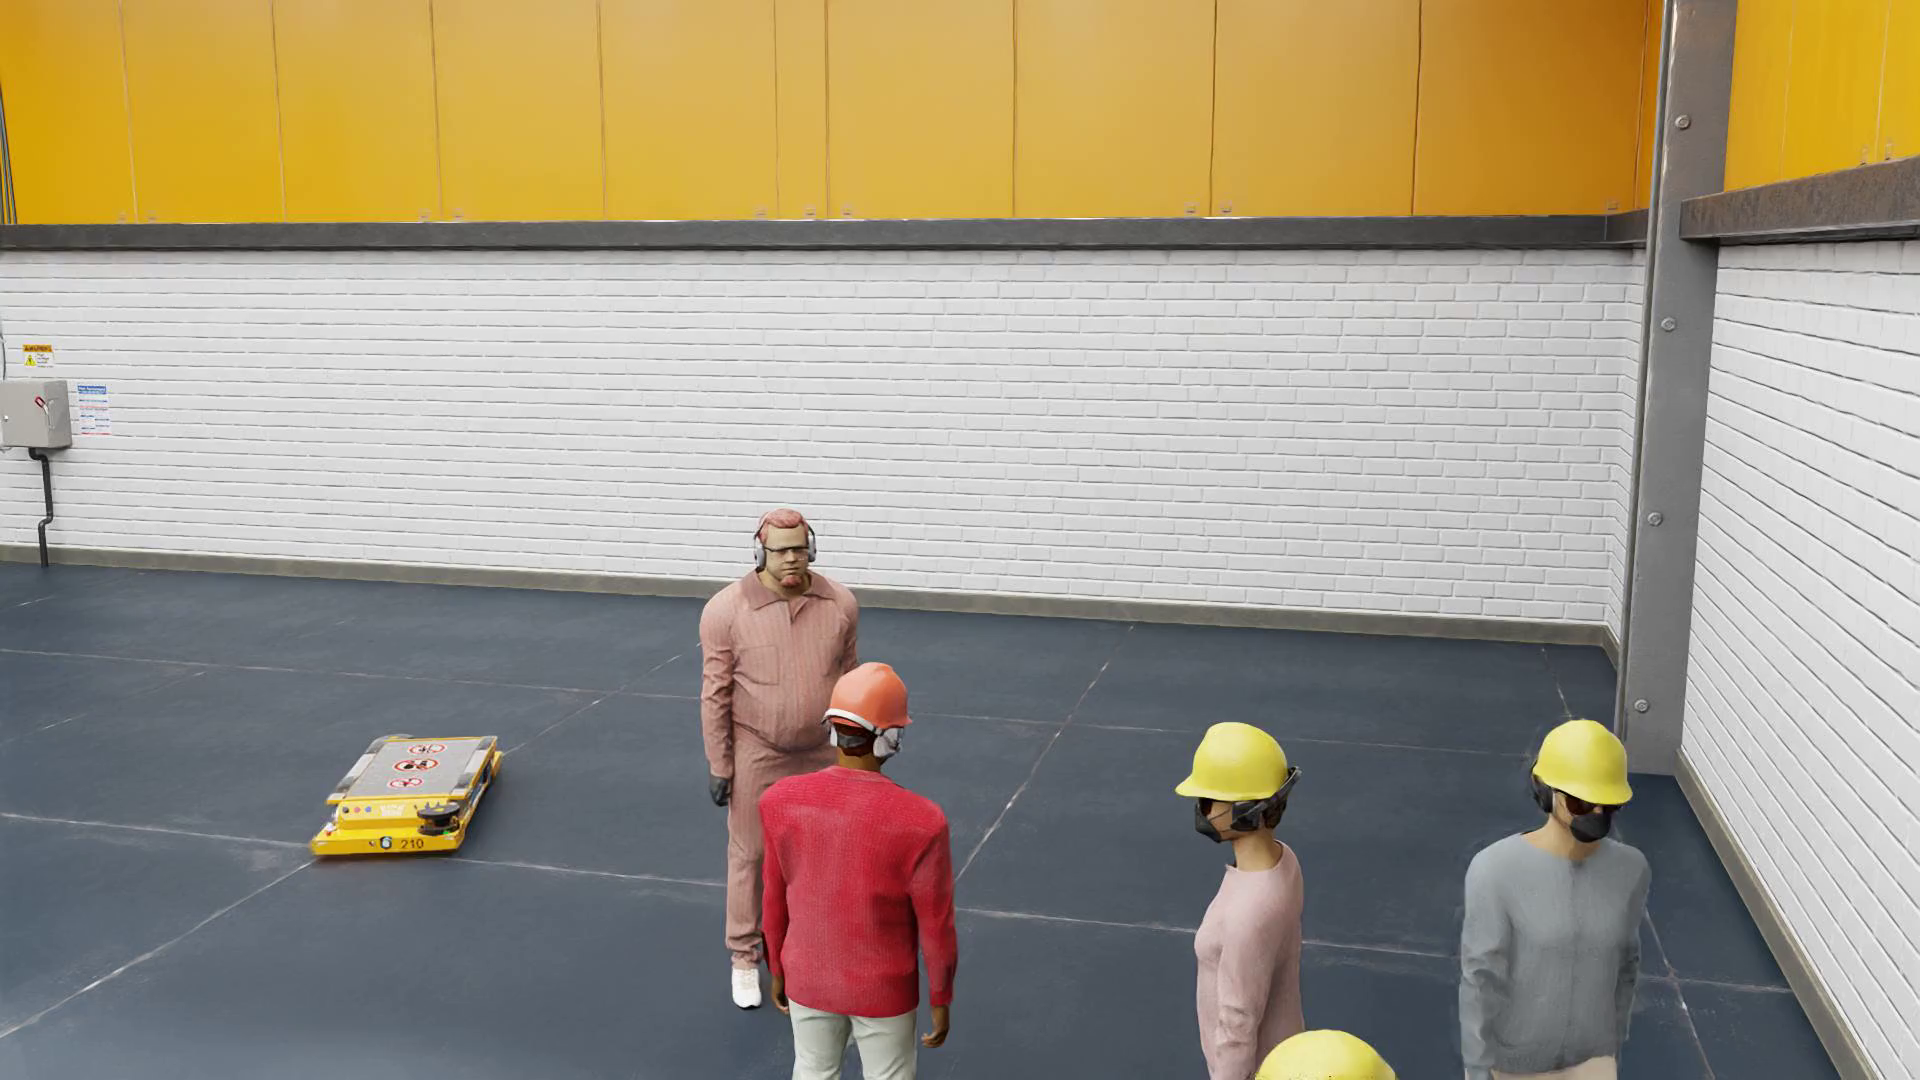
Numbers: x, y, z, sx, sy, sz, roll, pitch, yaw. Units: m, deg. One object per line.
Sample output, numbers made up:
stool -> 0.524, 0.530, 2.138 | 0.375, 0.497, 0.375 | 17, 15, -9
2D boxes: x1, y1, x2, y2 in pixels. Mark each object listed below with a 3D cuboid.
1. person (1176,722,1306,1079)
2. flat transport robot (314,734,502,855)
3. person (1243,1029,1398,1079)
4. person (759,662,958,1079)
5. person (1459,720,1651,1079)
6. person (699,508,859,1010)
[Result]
person -> 0.669, 1.295, 3.976 | 0.339, 1.761, 0.526 | 3, 10, 17
flat transport robot -> -2.788, 1.267, 8.516 | 0.652, 0.197, 1.431 | -1, 10, -7
person -> 0.488, 1.553, 2.455 | 0.546, 1.763, 0.323 | -3, 10, -19
person -> -0.273, 1.196, 4.619 | 0.576, 1.738, 0.354 | 3, 10, 19
person -> 1.453, 1.264, 4.229 | 0.533, 1.735, 0.828 | -2, 10, -11
person -> -0.655, 0.819, 6.343 | 0.645, 1.907, 0.400 | -5, 11, -26
